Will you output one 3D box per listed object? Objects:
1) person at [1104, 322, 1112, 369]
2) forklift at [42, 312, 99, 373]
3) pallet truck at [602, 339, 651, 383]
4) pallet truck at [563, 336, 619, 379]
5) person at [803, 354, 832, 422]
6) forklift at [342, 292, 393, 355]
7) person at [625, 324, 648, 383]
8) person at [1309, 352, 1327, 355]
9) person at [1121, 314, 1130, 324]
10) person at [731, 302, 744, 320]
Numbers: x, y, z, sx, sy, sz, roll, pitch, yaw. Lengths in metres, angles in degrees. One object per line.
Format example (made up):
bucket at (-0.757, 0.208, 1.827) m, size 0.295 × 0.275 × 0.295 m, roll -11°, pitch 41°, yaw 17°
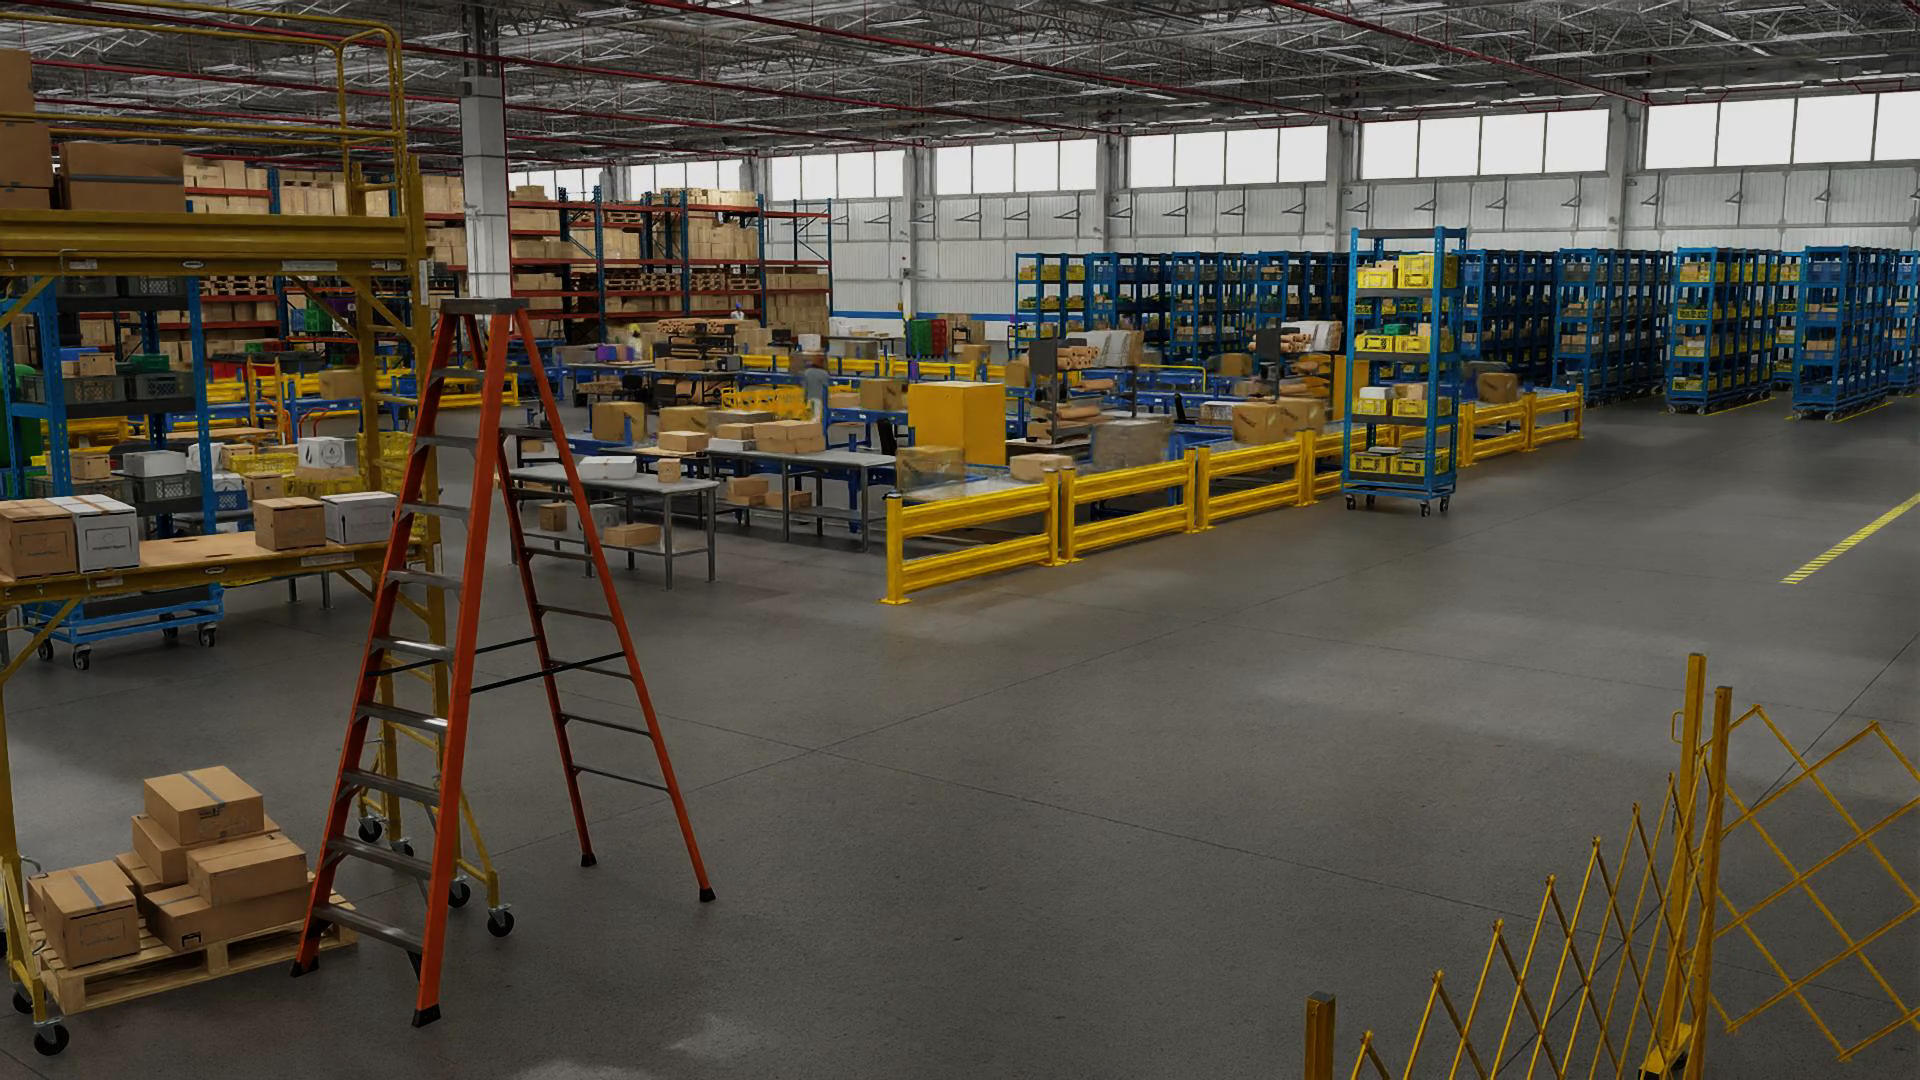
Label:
person at (3.686, -4.436, 40.933) m, size 1.029 × 1.849 × 0.668 m, roll 8°, pitch 12°, yaw 40°
forklift at (-23.779, -5.451, 44.052) m, size 1.873 × 2.768 × 1.129 m, roll 7°, pitch 11°, yaw 36°
pallet truck at (-8.991, -4.871, 45.351) m, size 0.653 × 1.274 × 1.630 m, roll 7°, pitch 11°, yaw 37°
pallet truck at (-10.690, -5.294, 48.215) m, size 1.601 × 1.201 × 0.680 m, roll -5°, pitch 10°, yaw -26°
person at (-2.484, -2.484, 29.454) m, size 0.535 × 1.611 × 0.604 m, roll 6°, pitch 11°, yaw 35°
forklift at (-16.485, -5.622, 45.120) m, size 1.129 × 2.768 × 1.873 m, roll 7°, pitch 11°, yaw 37°
person at (-8.086, -4.500, 41.553) m, size 0.971 × 1.770 × 0.592 m, roll 4°, pitch 10°, yaw 24°
person at (8.128, -3.865, 37.765) m, size 0.535 × 1.720 × 0.893 m, roll -7°, pitch 11°, yaw -36°
person at (5.535, -6.481, 53.290) m, size 0.861 × 2.000 × 0.628 m, roll 3°, pitch 10°, yaw 18°
person at (-8.375, -7.986, 62.778) m, size 0.609 × 1.948 × 0.389 m, roll -9°, pitch 13°, yaw -44°
